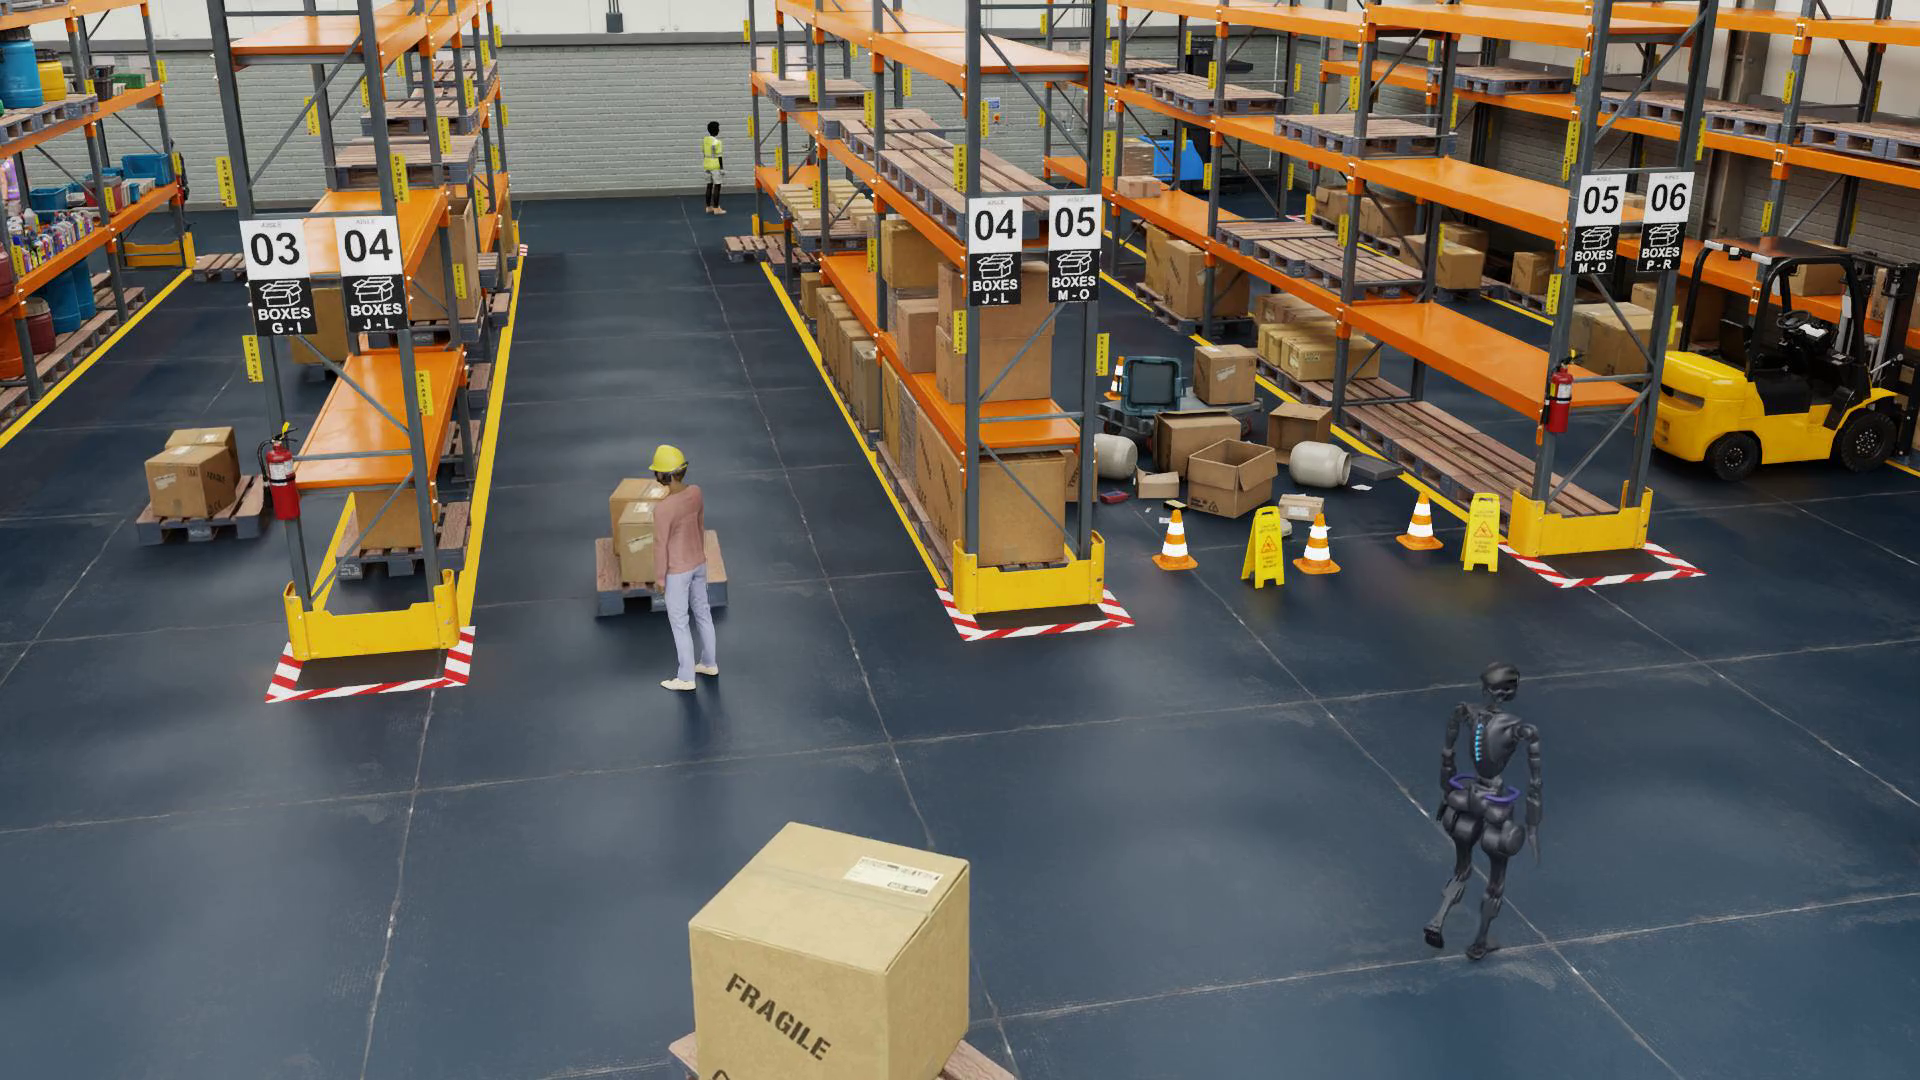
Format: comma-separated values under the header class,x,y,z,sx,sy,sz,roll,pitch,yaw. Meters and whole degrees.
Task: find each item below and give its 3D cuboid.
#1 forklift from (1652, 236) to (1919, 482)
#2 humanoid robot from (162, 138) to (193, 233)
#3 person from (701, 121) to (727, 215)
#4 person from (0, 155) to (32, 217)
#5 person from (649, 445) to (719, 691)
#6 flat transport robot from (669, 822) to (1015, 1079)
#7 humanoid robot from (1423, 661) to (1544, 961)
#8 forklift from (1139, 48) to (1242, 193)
class,x,y,z,sx,sy,sz,roll,pitch,yaw
forklift,8.013,-1.814,16.330,2.313,2.155,1.214,-4,21,-12
humanoid robot,-13.389,-6.051,28.471,0.497,1.639,0.602,7,22,19
person,-4.528,-6.838,30.576,0.537,1.687,0.319,18,27,40
person,-15.372,-5.564,27.152,0.352,1.688,0.489,11,23,27
person,-1.955,0.189,11.561,0.339,1.760,0.522,10,23,26
flat transport robot,-0.509,2.552,7.330,1.431,0.231,0.659,-17,26,-39
humanoid robot,2.634,1.399,8.410,0.481,1.638,0.610,-17,26,-39
forklift,4.566,-8.313,32.860,1.873,2.768,1.129,-4,21,-12
